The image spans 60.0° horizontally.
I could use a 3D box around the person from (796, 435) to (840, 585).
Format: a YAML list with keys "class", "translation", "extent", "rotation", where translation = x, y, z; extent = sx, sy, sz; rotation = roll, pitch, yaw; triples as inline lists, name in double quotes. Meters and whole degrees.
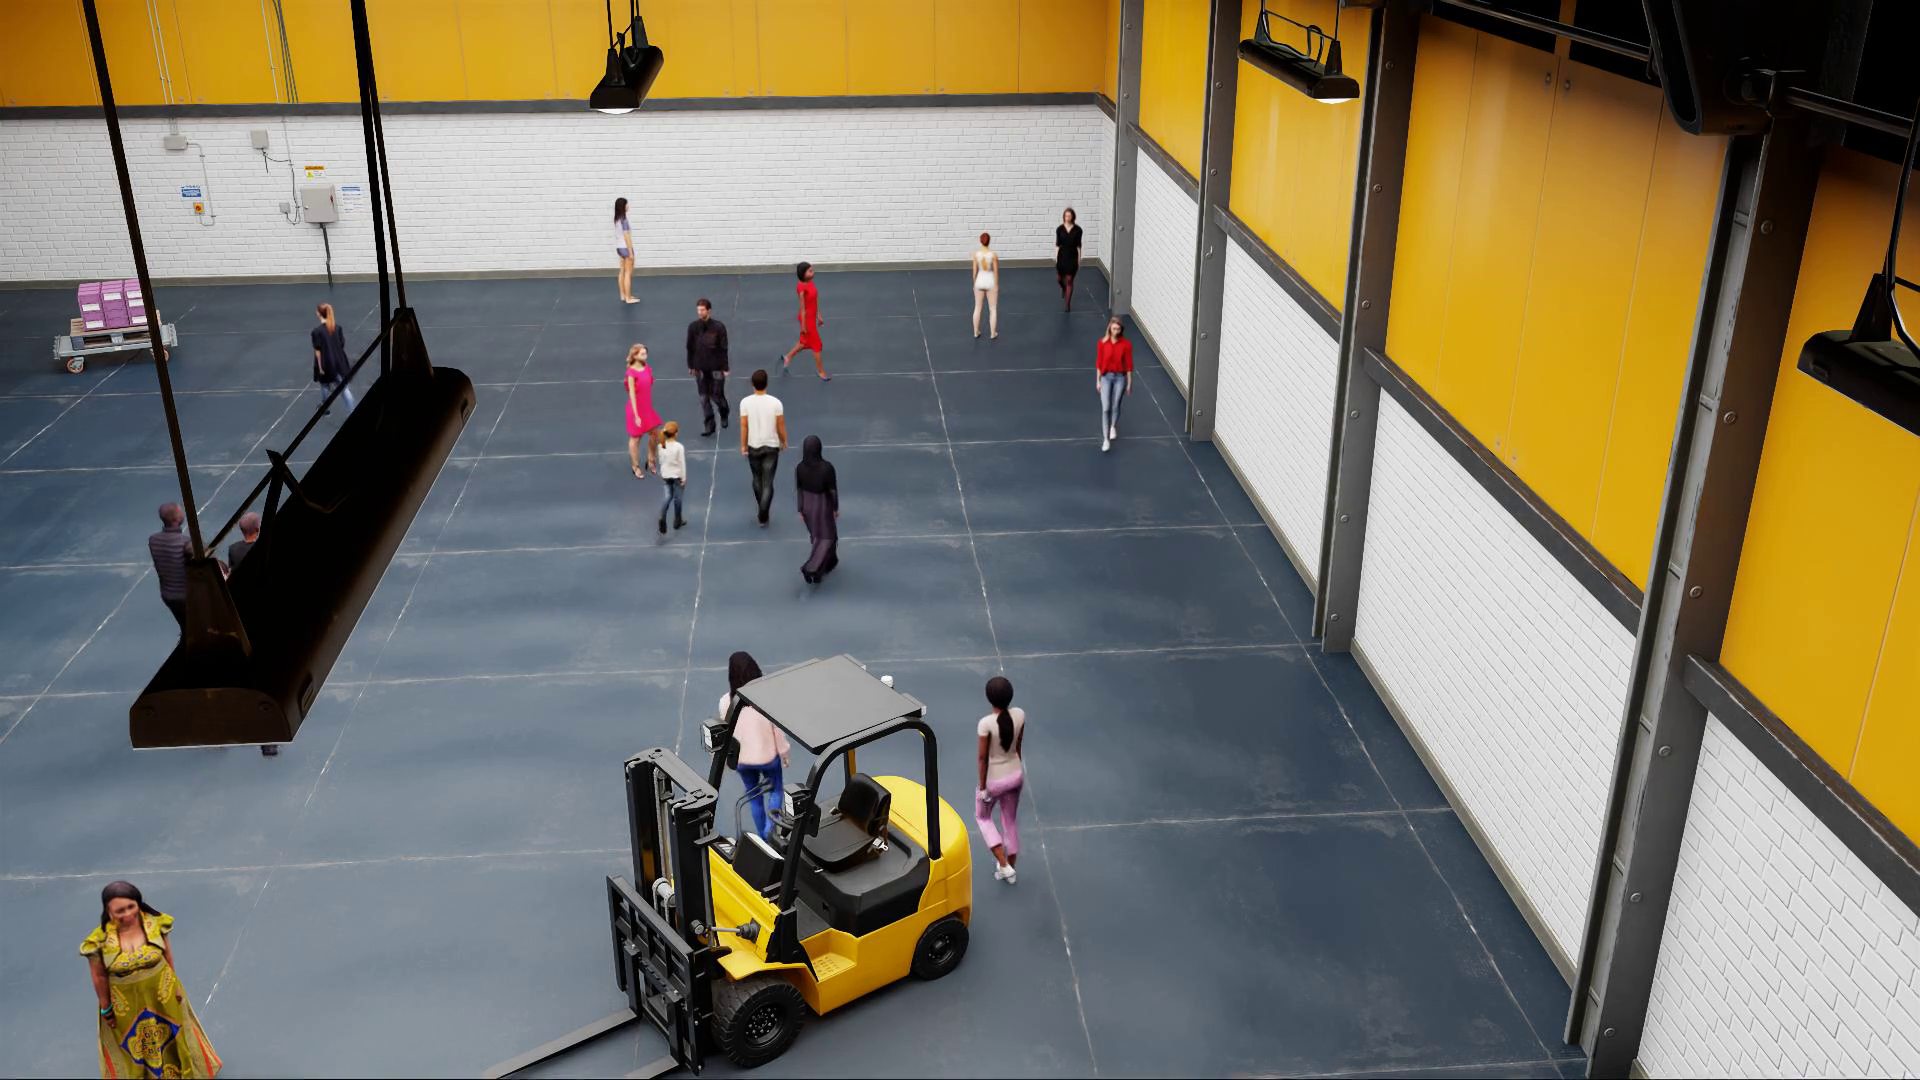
- class: "person"
  translation: [-1.514, -0.309, 17.463]
  extent: [0.900, 1.596, 1.090]
  rotation: [10, 26, 22]

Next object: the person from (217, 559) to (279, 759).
- class: "person"
  translation: [-6.256, 0.971, 14.269]
  extent: [0.952, 1.808, 1.243]
  rotation: [-13, 27, -28]

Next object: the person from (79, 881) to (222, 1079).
- class: "person"
  translation: [-5.043, 2.811, 10.245]
  extent: [1.000, 1.659, 1.036]
  rotation: [-21, 31, -39]

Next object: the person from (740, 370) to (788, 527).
- class: "person"
  translation: [-2.248, -1.016, 18.860]
  extent: [0.712, 1.772, 1.035]
  rotation: [0, 24, 1]

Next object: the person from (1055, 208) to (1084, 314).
- class: "person"
  translation: [1.769, -4.585, 27.126]
  extent: [0.682, 1.691, 0.826]
  rotation: [3, 24, 6]

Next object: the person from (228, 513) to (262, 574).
- class: "person"
  translation: [-6.368, 0.668, 15.041]
  extent: [1.001, 1.745, 1.339]
  rotation: [7, 24, 15]

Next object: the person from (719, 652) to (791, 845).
- class: "person"
  translation: [-1.572, 1.723, 12.638]
  extent: [0.759, 1.738, 0.860]
  rotation: [3, 24, 8]

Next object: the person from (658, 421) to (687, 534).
- class: "person"
  translation: [-3.261, -0.680, 18.679]
  extent: [0.644, 1.301, 0.850]
  rotation: [7, 24, 15]

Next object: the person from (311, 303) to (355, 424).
- class: "person"
  translation: [-8.212, -2.266, 21.897]
  extent: [1.184, 1.631, 1.089]
  rotation: [21, 31, 39]

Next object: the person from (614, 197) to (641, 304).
- class: "person"
  translation: [-5.563, -4.817, 27.607]
  extent: [0.713, 1.731, 0.586]
  rotation: [-15, 28, -30]

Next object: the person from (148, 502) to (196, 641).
- class: "person"
  translation: [-7.154, 0.551, 15.210]
  extent: [0.825, 1.824, 0.882]
  rotation: [7, 24, 15]

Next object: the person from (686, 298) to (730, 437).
- class: "person"
  translation: [-3.223, -2.258, 21.634]
  extent: [0.843, 1.826, 0.873]
  rotation: [6, 24, 12]

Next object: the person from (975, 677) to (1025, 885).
- class: "person"
  translation: [0.355, 1.844, 12.373]
  extent: [0.688, 1.726, 0.781]
  rotation: [-10, 26, -22]

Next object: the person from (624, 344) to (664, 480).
- class: "person"
  translation: [-3.962, -1.574, 20.206]
  extent: [0.785, 1.716, 0.722]
  rotation: [16, 28, 32]

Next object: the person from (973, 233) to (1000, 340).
- class: "person"
  translation: [0.398, -3.931, 25.693]
  extent: [0.593, 1.641, 0.568]
  rotation: [6, 24, 14]

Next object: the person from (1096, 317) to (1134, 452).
- class: "person"
  translation: [1.979, -2.045, 21.332]
  extent: [0.745, 1.677, 1.007]
  rotation: [3, 24, 6]

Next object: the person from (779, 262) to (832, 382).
- class: "person"
  translation: [-2.236, -3.111, 23.722]
  extent: [0.838, 1.717, 1.062]
  rotation: [5, 24, 11]
